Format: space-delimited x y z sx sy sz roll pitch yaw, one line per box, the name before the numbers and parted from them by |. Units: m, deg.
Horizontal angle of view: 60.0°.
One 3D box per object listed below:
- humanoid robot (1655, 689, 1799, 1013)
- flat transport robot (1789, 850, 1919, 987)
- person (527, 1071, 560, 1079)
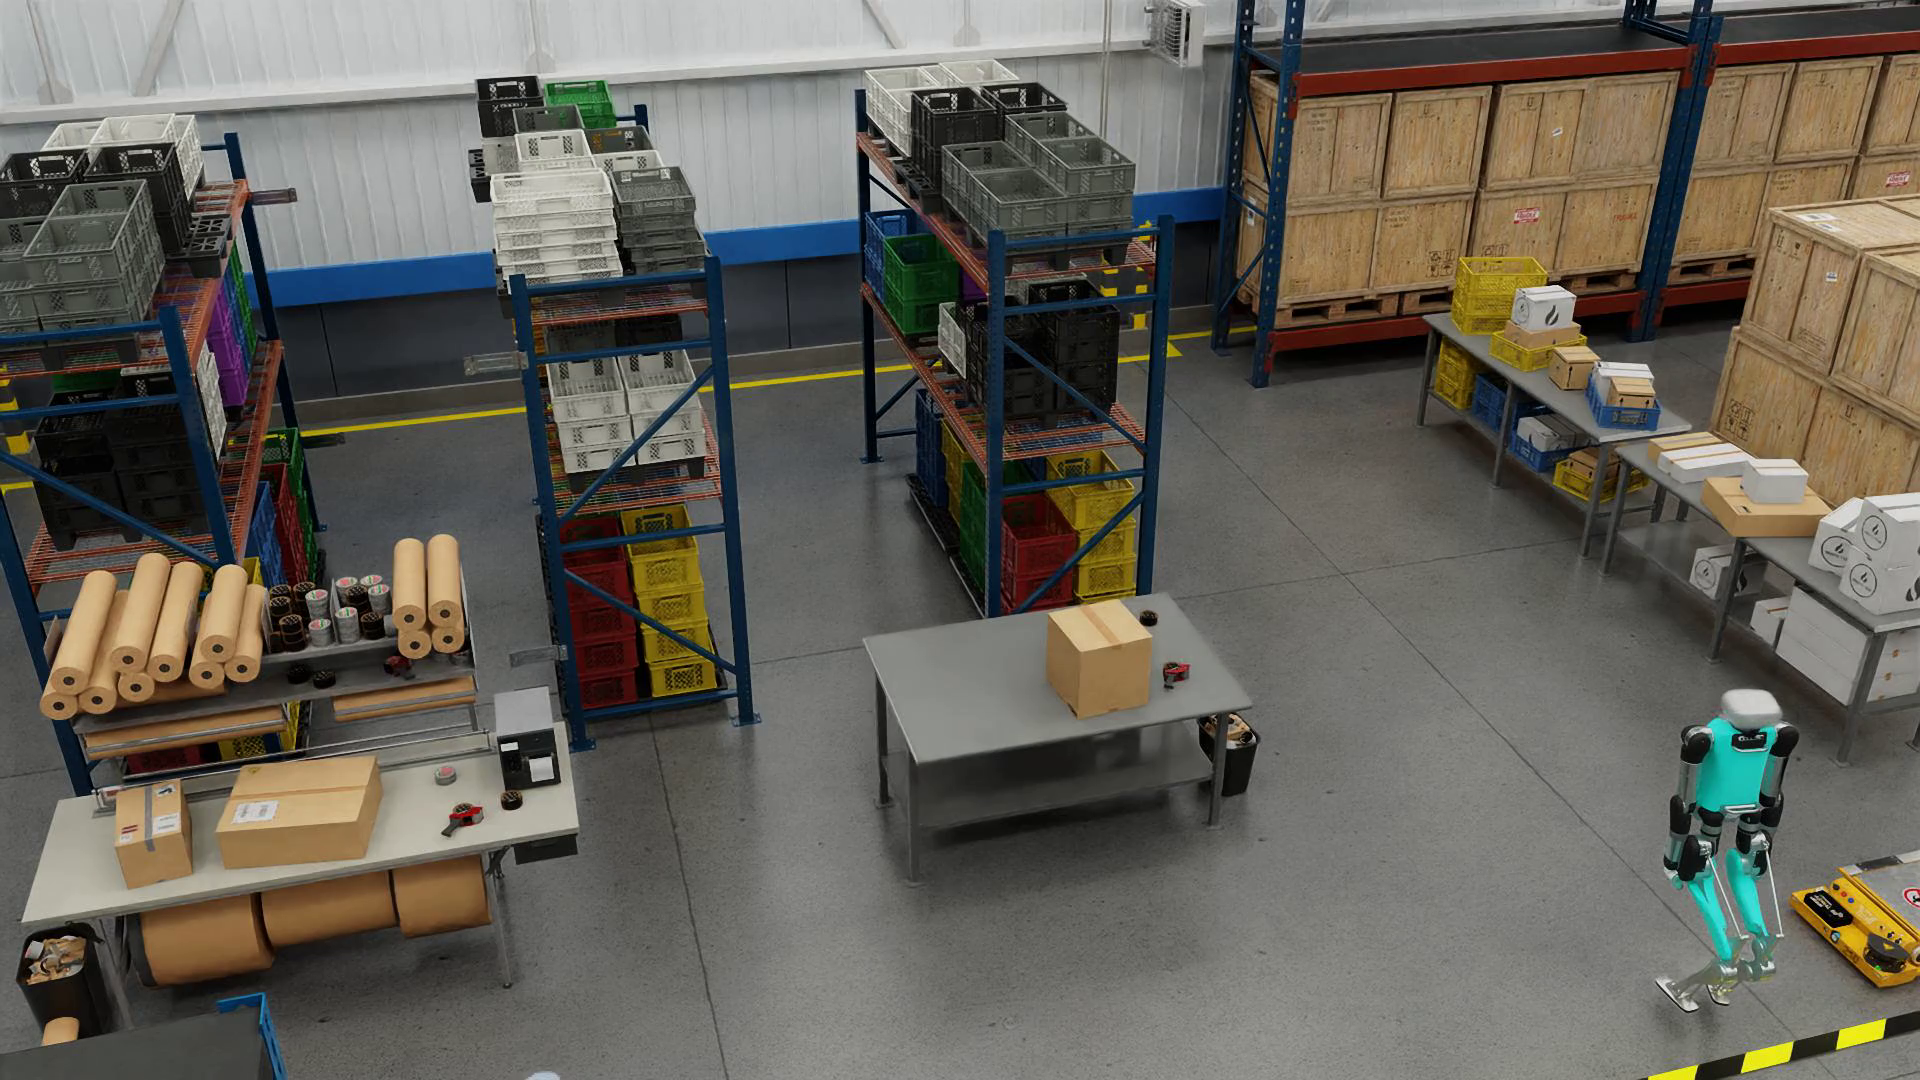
humanoid robot | 3.604 1.541 7.695 0.533 1.676 0.735 -3 29 -5
flat transport robot | 5.163 1.916 8.676 1.431 0.231 0.659 -8 30 -14
person | -1.392 2.593 5.814 0.598 1.836 0.495 -5 29 -9
